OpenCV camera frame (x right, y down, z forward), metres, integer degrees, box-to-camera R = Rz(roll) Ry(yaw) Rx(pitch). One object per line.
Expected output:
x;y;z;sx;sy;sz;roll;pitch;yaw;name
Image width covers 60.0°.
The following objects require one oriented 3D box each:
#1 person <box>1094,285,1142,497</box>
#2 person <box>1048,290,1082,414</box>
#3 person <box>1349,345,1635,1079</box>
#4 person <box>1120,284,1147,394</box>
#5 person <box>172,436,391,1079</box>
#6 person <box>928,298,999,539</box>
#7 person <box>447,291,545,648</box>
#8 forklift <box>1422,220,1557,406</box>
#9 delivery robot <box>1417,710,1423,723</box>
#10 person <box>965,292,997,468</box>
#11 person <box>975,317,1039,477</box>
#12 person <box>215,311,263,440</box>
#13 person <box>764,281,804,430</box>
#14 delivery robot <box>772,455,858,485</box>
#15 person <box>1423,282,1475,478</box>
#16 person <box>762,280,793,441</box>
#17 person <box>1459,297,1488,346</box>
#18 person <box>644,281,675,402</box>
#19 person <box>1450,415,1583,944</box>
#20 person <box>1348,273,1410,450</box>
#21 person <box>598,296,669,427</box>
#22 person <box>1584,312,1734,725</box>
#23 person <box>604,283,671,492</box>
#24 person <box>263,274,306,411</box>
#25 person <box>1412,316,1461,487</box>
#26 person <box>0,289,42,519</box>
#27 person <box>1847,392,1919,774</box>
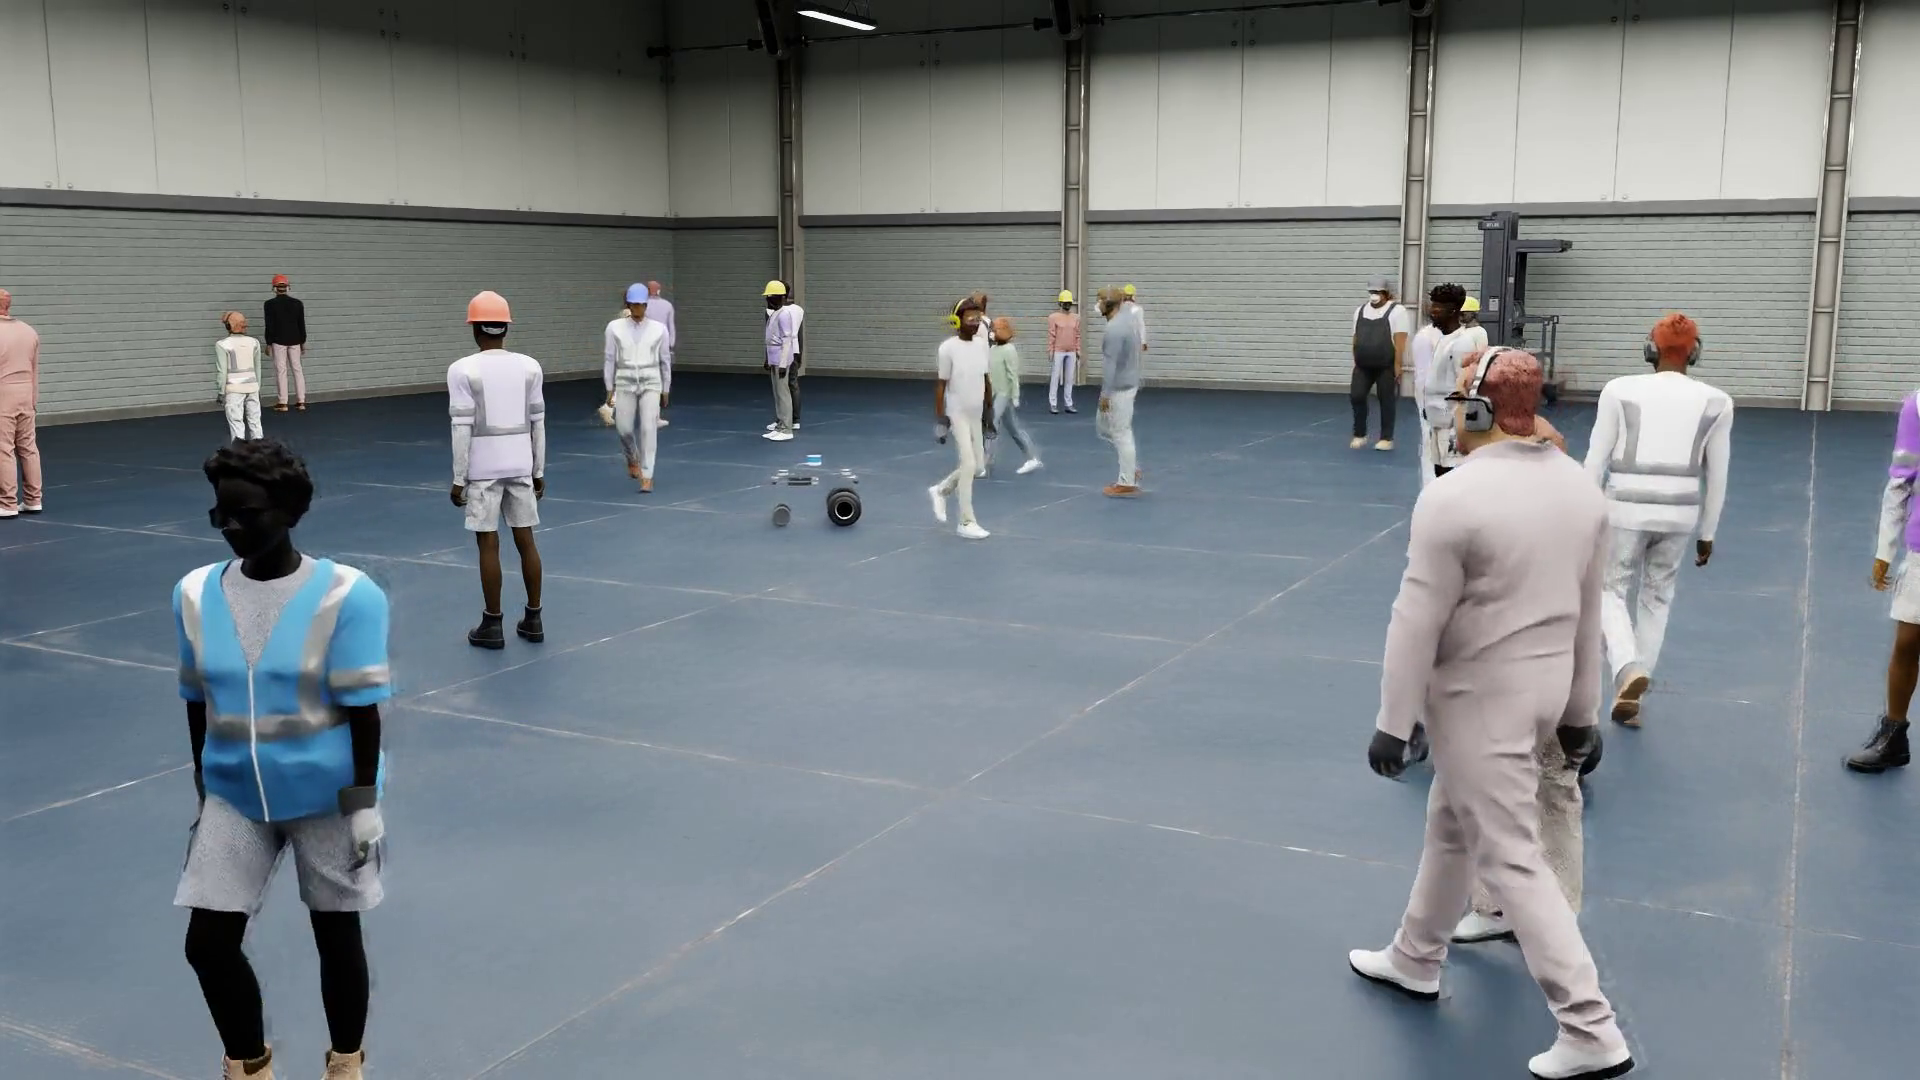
1.429;-1.351;15.120;0.432;1.918;0.649;1;9;7;person
1.516;-2.710;23.976;0.533;1.767;0.326;-4;10;-24;person
1.411;0.429;4.340;0.653;1.866;0.971;-7;12;-37;person
2.809;-3.319;27.555;0.616;1.822;0.516;7;11;36;person
-1.555;0.607;3.791;0.537;1.681;0.498;1;9;3;person
-0.005;-0.963;12.960;0.682;1.846;0.524;9;13;44;person
-2.552;-0.391;9.145;0.552;1.935;0.374;-8;12;-41;person
8.245;-3.527;25.720;1.873;2.768;1.129;5;10;27;forklift
2.192;0.646;6.844;0.477;0.478;0.707;-7;11;-35;delivery robot
0.233;-1.642;17.204;0.456;1.826;0.626;6;11;32;person
0.433;-1.440;16.676;0.865;1.593;0.511;-4;10;-21;person
-7.262;-1.481;16.784;0.307;1.641;0.514;5;10;27;person
-2.268;-2.385;21.505;0.384;1.918;0.596;9;13;44;person
-1.186;-0.580;13.610;0.698;0.223;0.335;-1;9;-4;delivery robot
3.508;-0.863;11.967;0.362;1.963;0.614;0;9;1;person
-2.207;-2.168;20.136;0.369;1.926;0.594;-3;10;-20;person
5.489;-1.748;18.042;0.310;1.768;0.533;-3;10;-21;person
-4.740;-3.025;25.571;0.664;1.887;0.443;-4;10;-22;person
1.681;0.434;5.016;0.493;1.622;0.508;9;13;43;person
4.731;-2.011;18.950;0.700;2.000;0.690;7;12;37;person
-4.312;-2.382;21.821;0.841;1.814;0.632;-1;9;-6;person
3.077;-0.069;7.384;0.640;1.864;0.602;2;9;11;person
-3.012;-1.436;15.592;0.621;1.934;0.632;-1;9;-8;person
-9.940;-2.907;24.491;0.388;1.990;0.622;8;12;41;person
4.171;-1.189;14.404;0.639;1.827;0.447;-6;11;-35;person
-7.975;-1.142;13.874;0.408;1.909;0.642;2;9;12;person
3.947;0.031;6.634;0.656;1.917;0.443;6;11;32;person
